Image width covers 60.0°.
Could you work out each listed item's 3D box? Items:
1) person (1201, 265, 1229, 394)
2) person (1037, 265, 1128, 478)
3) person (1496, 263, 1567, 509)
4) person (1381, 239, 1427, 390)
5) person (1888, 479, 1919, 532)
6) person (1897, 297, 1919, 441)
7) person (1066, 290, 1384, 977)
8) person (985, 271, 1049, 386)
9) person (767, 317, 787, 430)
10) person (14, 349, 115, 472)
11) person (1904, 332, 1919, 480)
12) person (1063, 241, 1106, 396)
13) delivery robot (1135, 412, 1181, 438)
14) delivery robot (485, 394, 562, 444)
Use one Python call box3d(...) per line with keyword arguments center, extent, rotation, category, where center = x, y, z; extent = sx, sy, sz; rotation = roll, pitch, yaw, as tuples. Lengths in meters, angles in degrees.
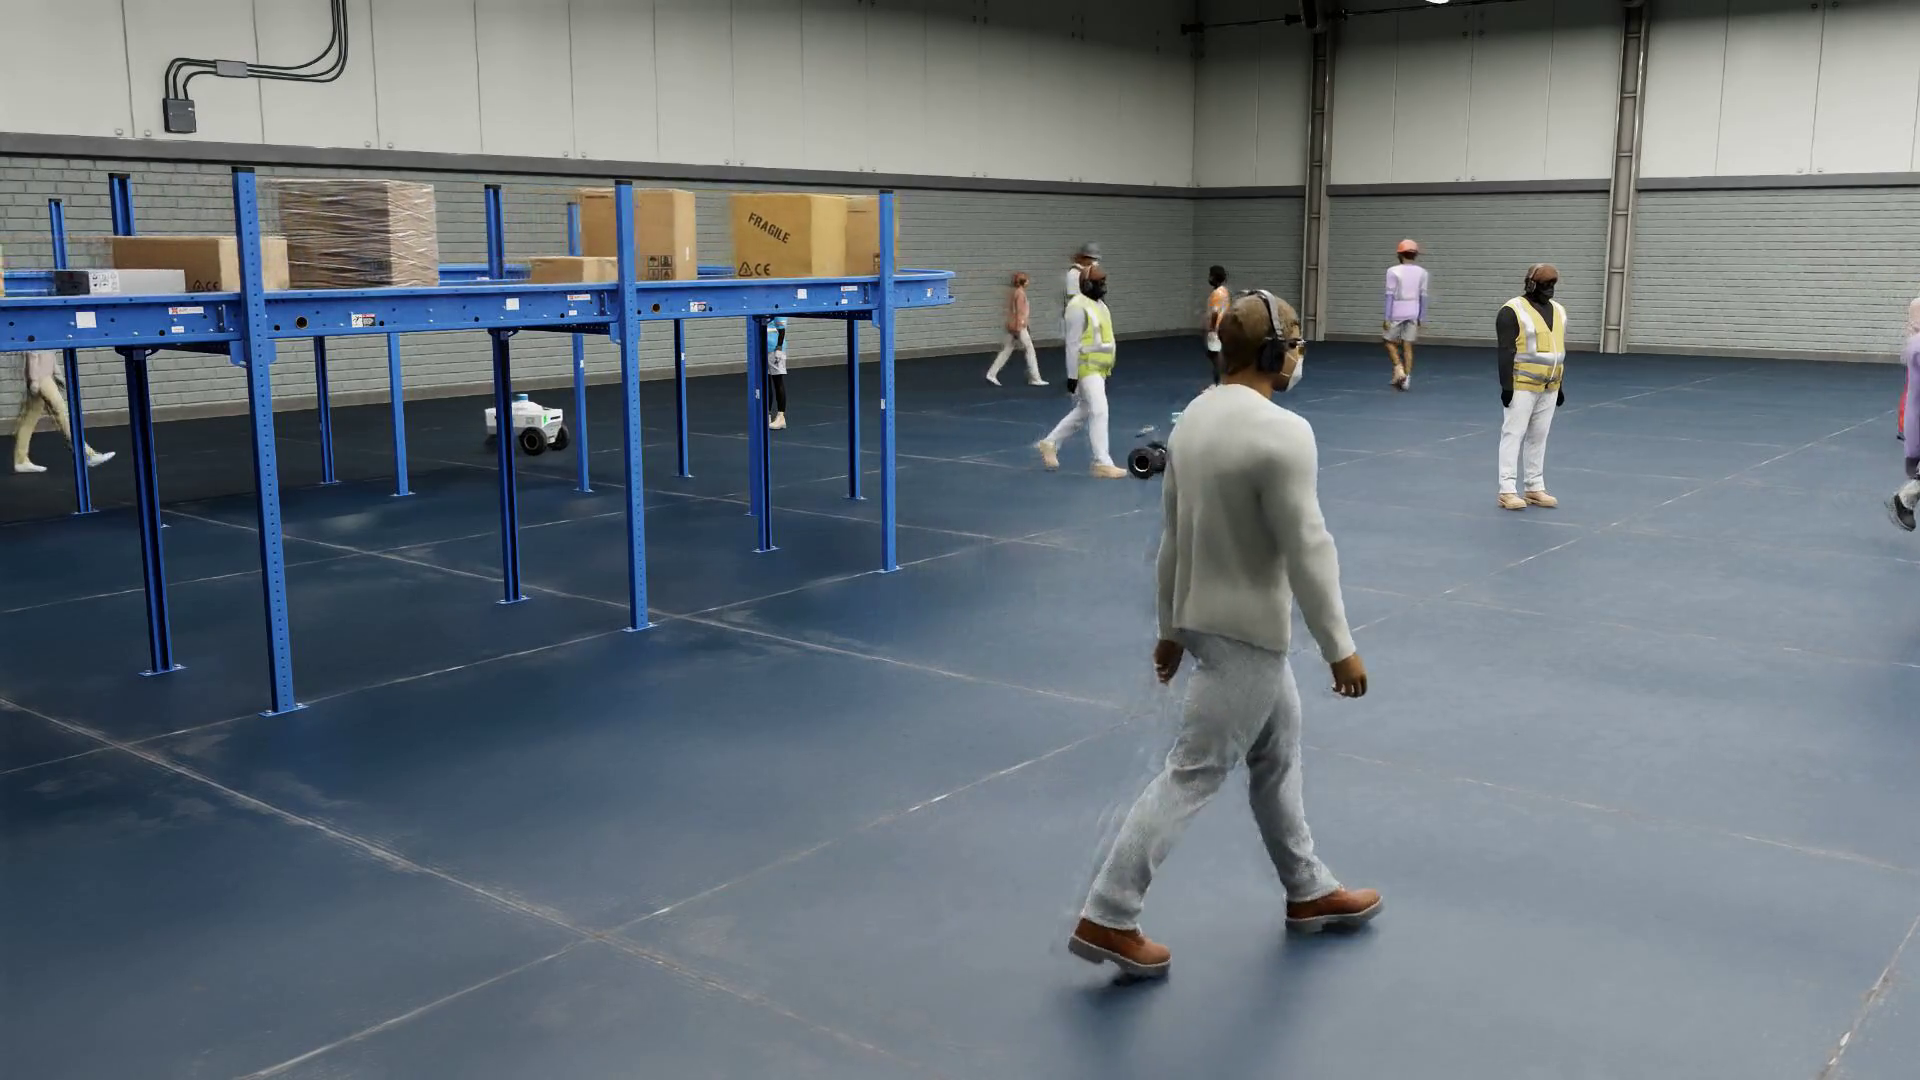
box3d(center=(3.355, -2.742, 21.743), extent=(0.370, 1.686, 0.550), rotation=(3, 11, 18), category="person")
box3d(center=(1.053, -1.468, 14.387), extent=(0.844, 1.817, 0.633), rotation=(5, 11, 25), category="person")
box3d(center=(4.348, -1.165, 12.612), extent=(0.626, 1.842, 0.429), rotation=(-5, 11, -26), category="person")
box3d(center=(6.015, -3.060, 22.593), extent=(0.633, 2.023, 0.432), rotation=(-3, 11, -14), category="person")
box3d(center=(6.624, -0.885, 11.100), extent=(0.611, 1.821, 0.488), rotation=(-5, 12, -27), category="person")
box3d(center=(9.789, -1.882, 16.788), extent=(0.532, 1.767, 0.328), rotation=(-3, 11, -16), category="person")
box3d(center=(0.742, 0.259, 4.630), extent=(1.037, 1.896, 0.636), rotation=(-2, 11, -14), category="person")
box3d(center=(0.765, -2.931, 23.070), extent=(0.869, 1.592, 0.503), rotation=(-2, 10, -11), category="person")
box3d(center=(-2.056, -2.046, 17.888), extent=(0.318, 1.697, 0.535), rotation=(-9, 14, -41), category="person")
box3d(center=(-7.903, -1.391, 14.519), extent=(0.830, 1.586, 0.525), rotation=(-5, 11, -26), category="person")
box3d(center=(5.240, -0.474, 8.662), extent=(0.574, 1.890, 0.644), rotation=(-9, 13, -40), category="person")
box3d(center=(1.612, -2.851, 21.514), extent=(0.543, 2.000, 0.713), rotation=(6, 12, 31), category="person")
box3d(center=(1.868, -0.980, 14.287), extent=(0.698, 0.223, 0.335), rotation=(5, 11, 23), category="delivery robot")
box3d(center=(-4.194, -1.158, 15.984), extent=(0.707, 0.478, 0.477), rotation=(3, 11, 18), category="delivery robot")
